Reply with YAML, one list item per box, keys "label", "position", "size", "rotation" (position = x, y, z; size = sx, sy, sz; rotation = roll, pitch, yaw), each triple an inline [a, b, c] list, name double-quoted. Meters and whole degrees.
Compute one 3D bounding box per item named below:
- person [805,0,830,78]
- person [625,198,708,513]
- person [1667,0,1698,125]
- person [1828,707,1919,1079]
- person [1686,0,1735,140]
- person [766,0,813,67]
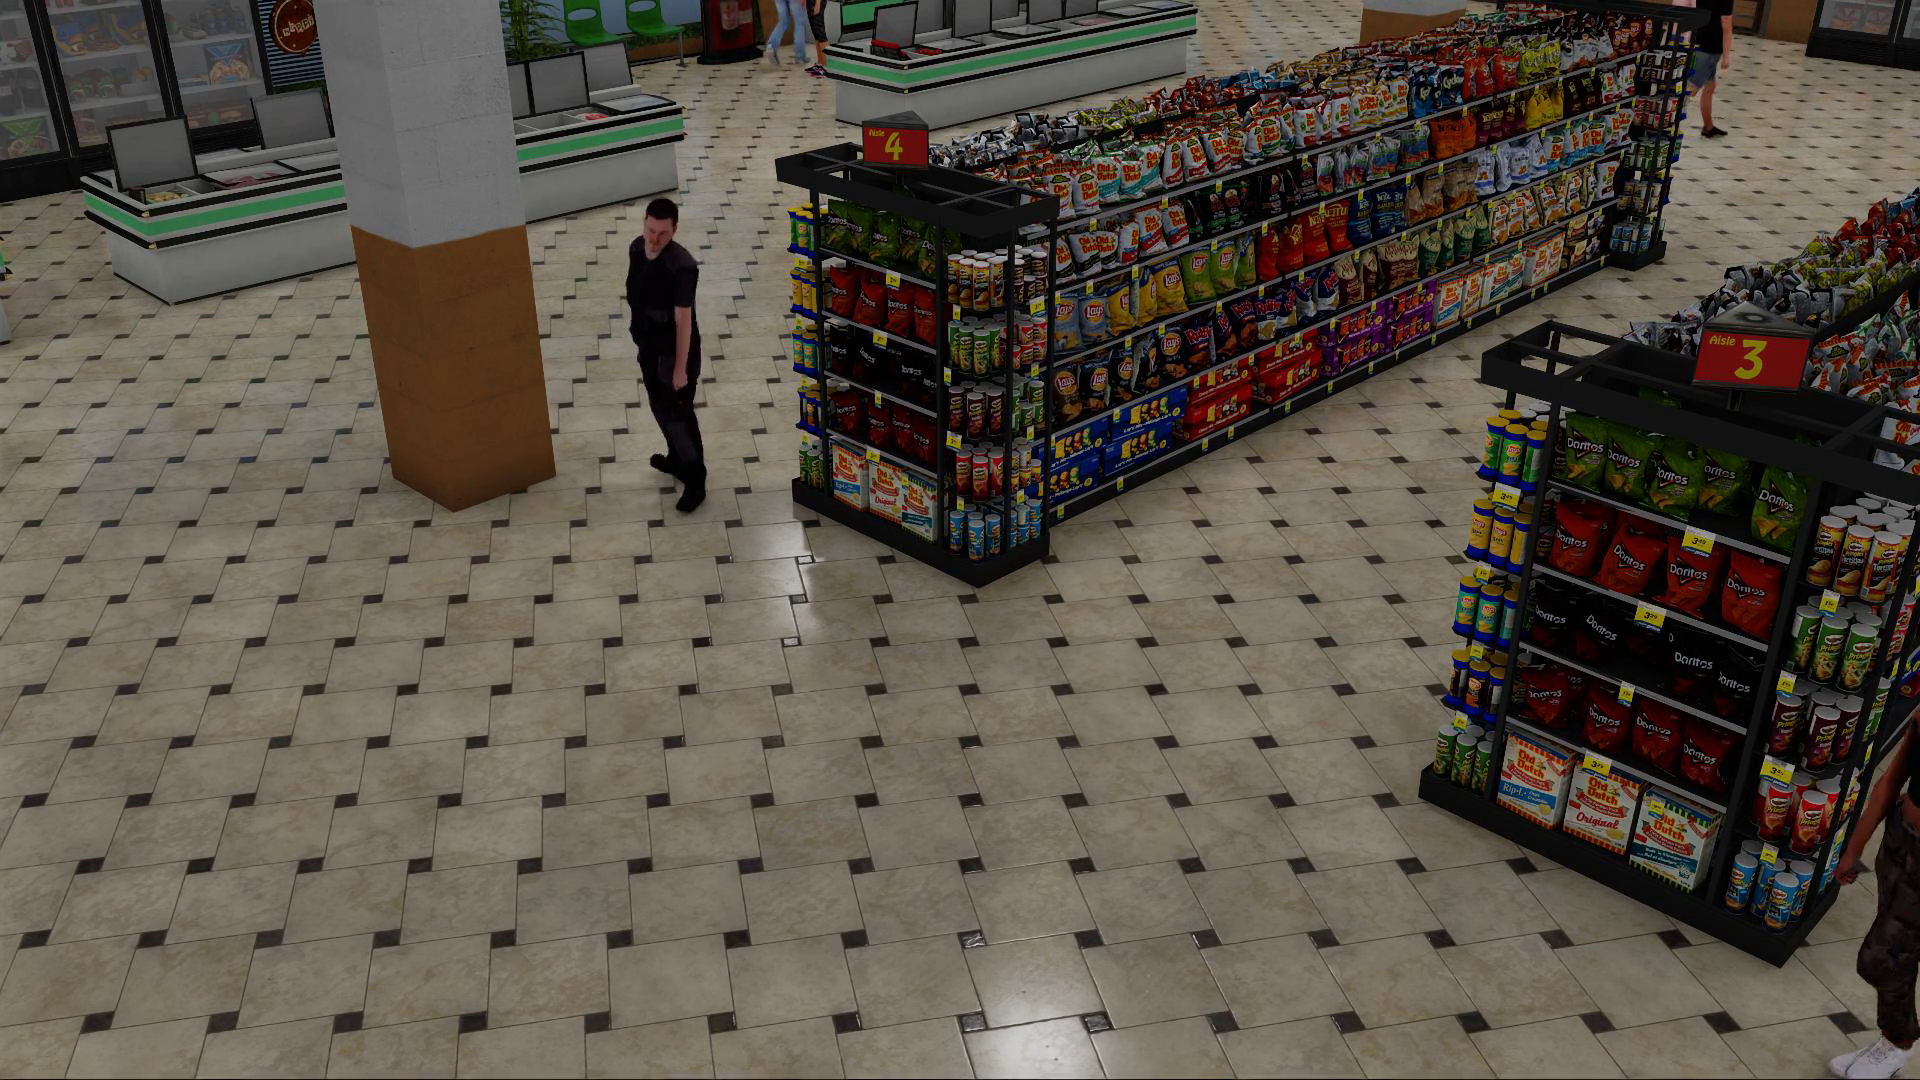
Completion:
- label: "person"
  position: [-1.739, -6.570, 20.287]
  size: [0.671, 1.730, 0.654]
  rotation: [-9, 28, -17]
- label: "person"
  position: [-1.619, -1.065, 9.339]
  size: [0.714, 1.814, 0.953]
  rotation: [-11, 29, -21]
- label: "person"
  position: [7.744, -5.348, 17.835]
  size: [0.781, 1.768, 0.700]
  rotation: [2, 27, 4]
- label: "person"
  position: [3.164, 1.047, 5.314]
  size: [0.756, 1.689, 0.707]
  rotation: [-5, 27, -9]
- label: "person"
  position: [7.580, -4.998, 17.101]
  size: [1.271, 1.809, 1.119]
  rotation: [-3, 27, -6]
- label: "person"
  position: [-2.193, -6.774, 20.575]
  size: [0.849, 1.834, 1.048]
  rotation: [16, 31, 28]
